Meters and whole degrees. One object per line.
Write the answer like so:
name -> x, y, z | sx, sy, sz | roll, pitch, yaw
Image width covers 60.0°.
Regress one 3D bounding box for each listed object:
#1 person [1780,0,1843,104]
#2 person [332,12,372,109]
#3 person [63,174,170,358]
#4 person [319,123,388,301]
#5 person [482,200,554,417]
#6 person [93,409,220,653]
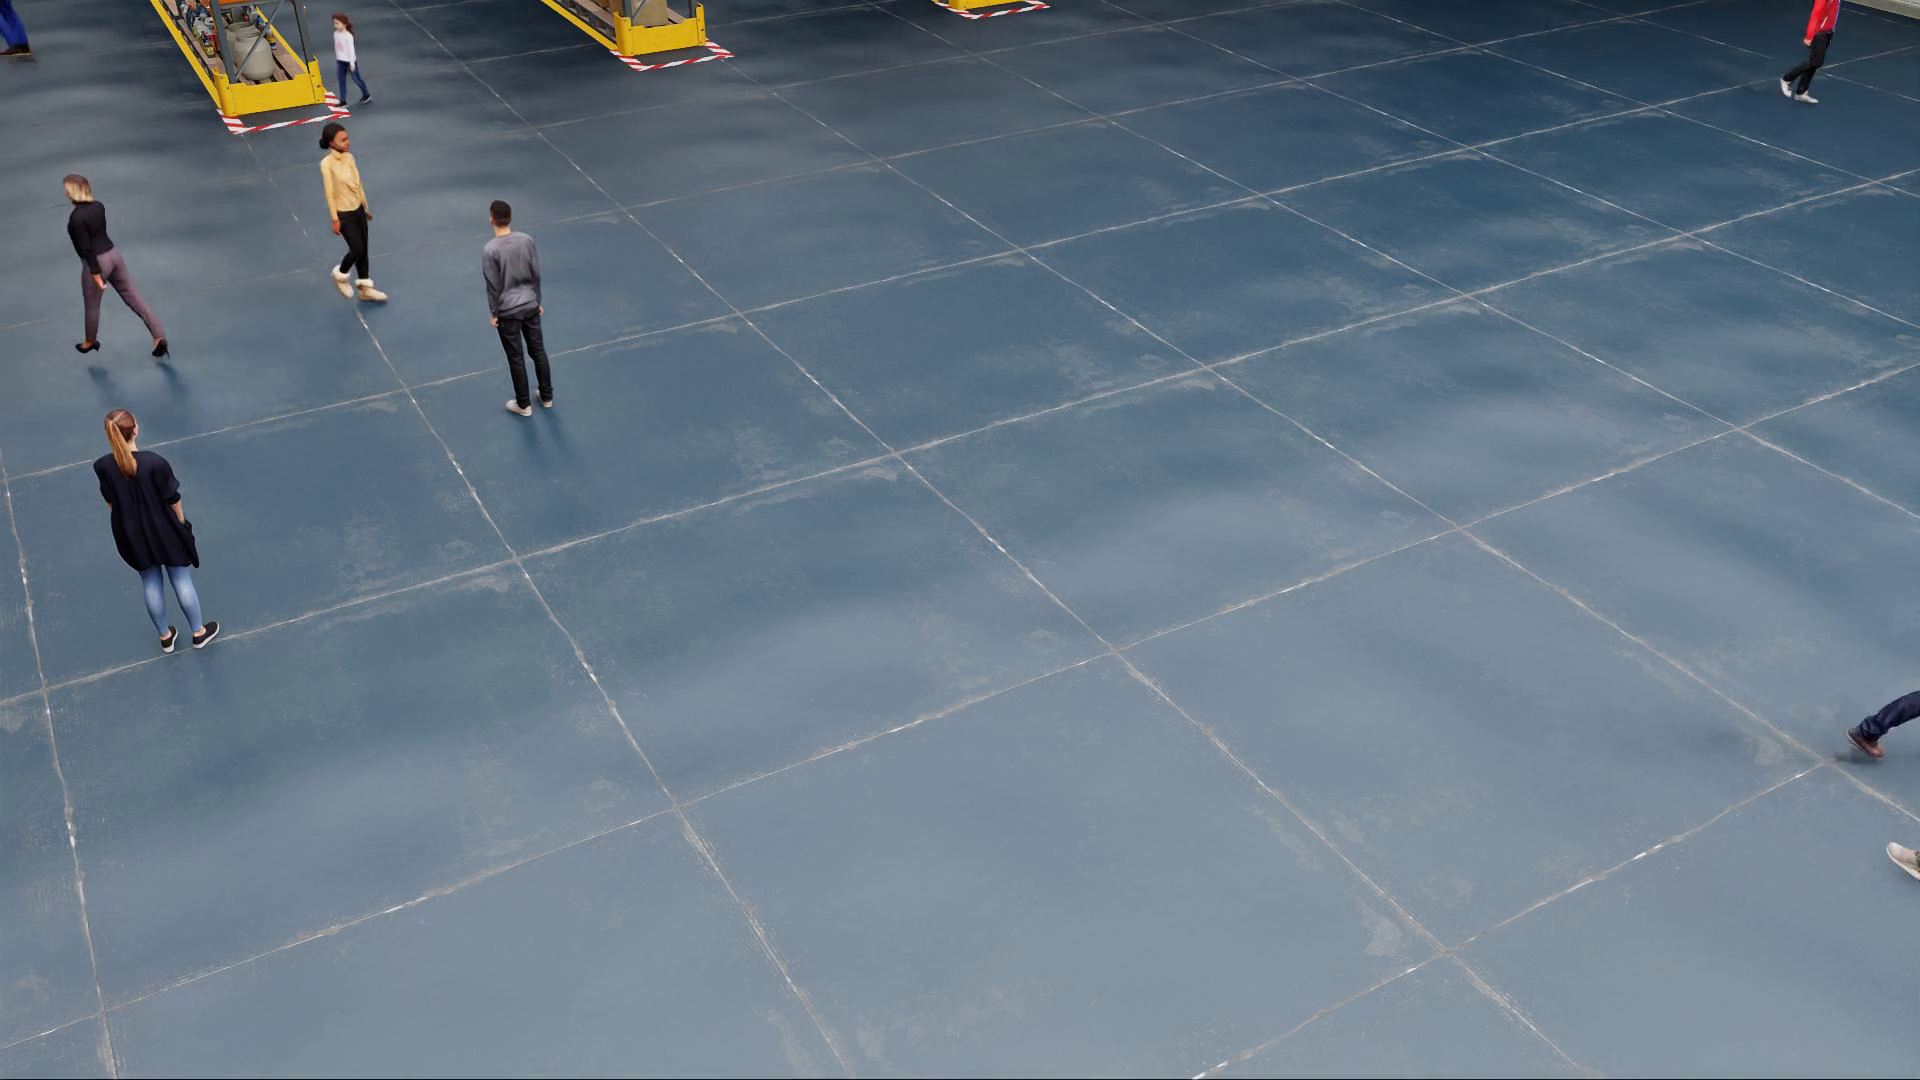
person -> 10.209, -6.120, 19.879 | 0.717, 1.748, 0.766 | -26, 40, -34
person -> -7.311, -5.760, 19.923 | 0.729, 1.091, 0.740 | 13, 34, 19
person -> -7.003, -2.214, 13.802 | 1.076, 1.624, 1.067 | 5, 33, 8
person -> -5.539, -2.927, 14.907 | 0.866, 1.652, 0.803 | 11, 34, 16
person -> -3.477, -1.819, 13.050 | 0.654, 1.760, 0.598 | -24, 39, -33
person -> -5.018, -0.052, 10.320 | 0.712, 1.683, 0.698 | -3, 32, -5
